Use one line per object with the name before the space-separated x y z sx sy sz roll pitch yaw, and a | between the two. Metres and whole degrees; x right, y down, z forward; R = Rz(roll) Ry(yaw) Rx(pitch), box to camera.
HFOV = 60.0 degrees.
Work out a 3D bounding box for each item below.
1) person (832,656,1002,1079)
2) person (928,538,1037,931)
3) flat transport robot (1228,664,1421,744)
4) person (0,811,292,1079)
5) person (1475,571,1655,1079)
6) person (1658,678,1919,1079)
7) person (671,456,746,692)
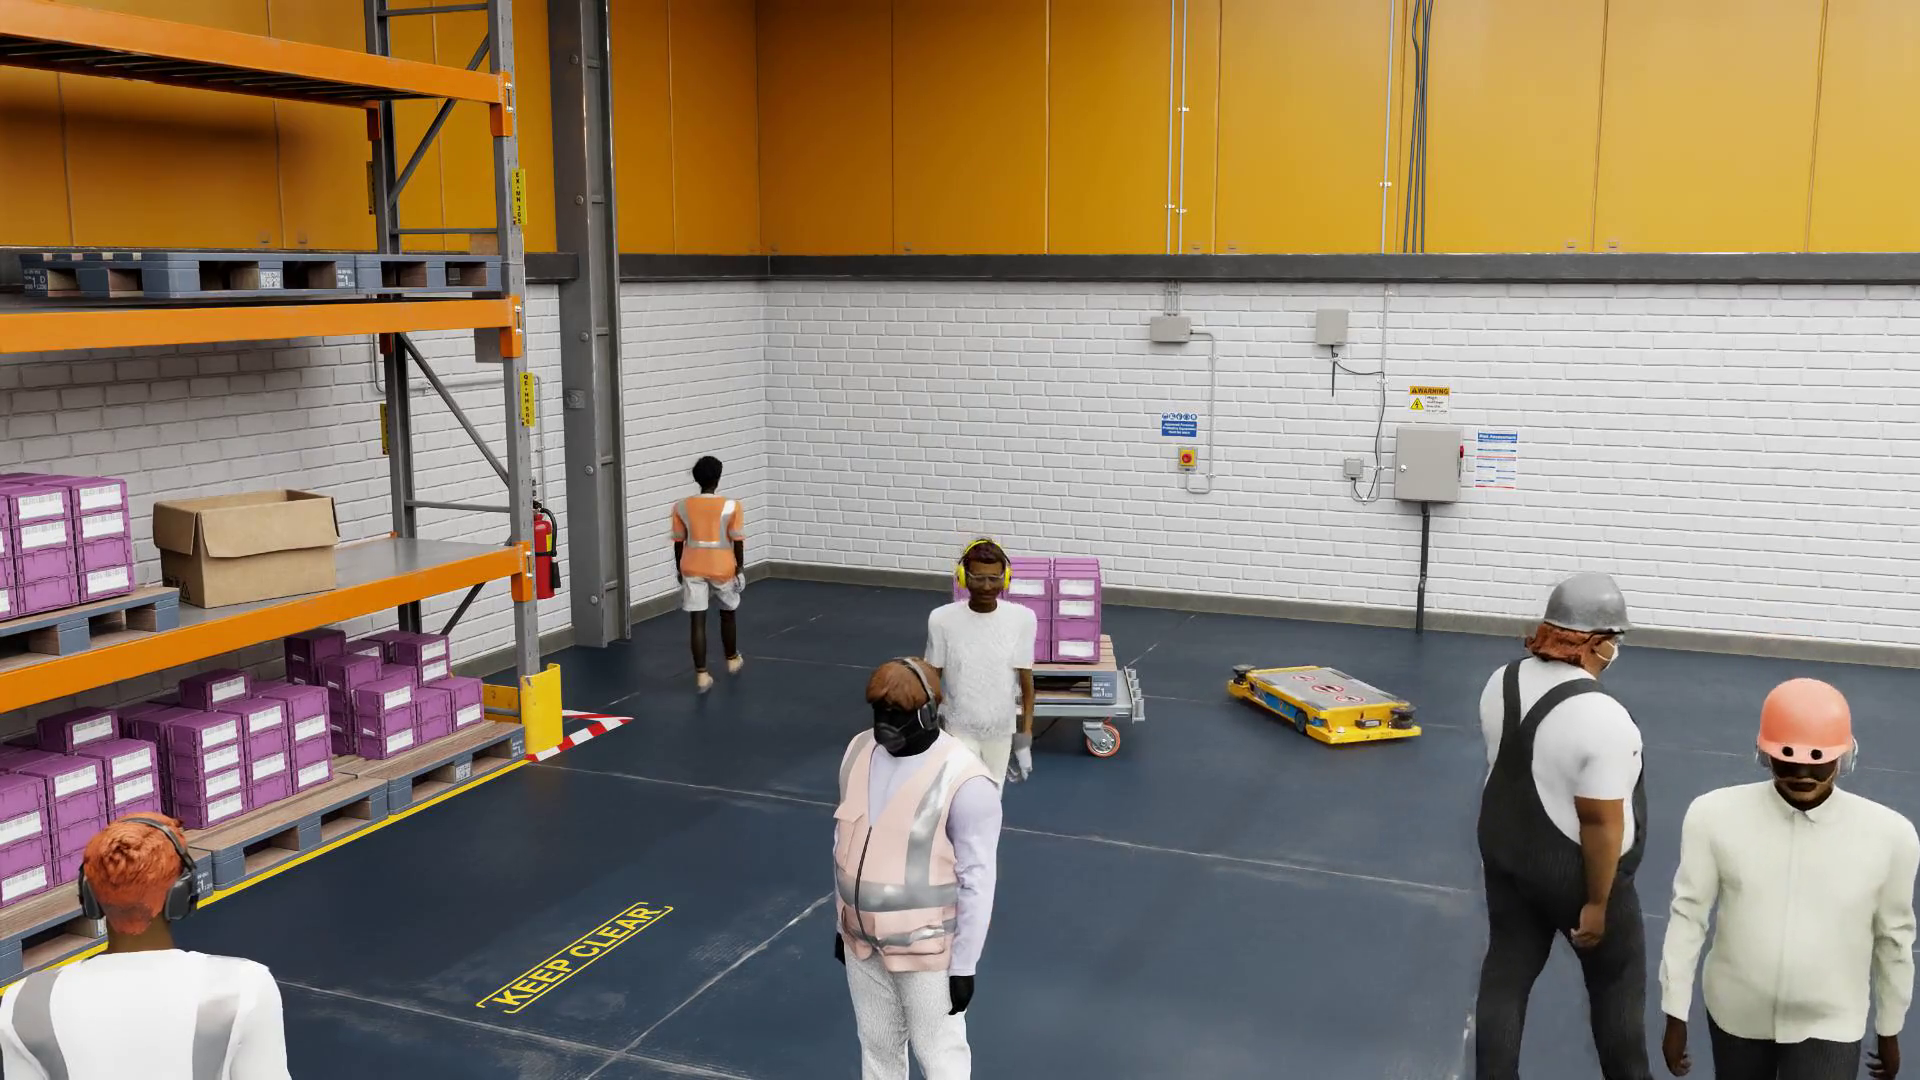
person | -0.175 1.265 5.233 0.626 1.842 0.429 8 12 40
person | 0.103 0.914 7.362 0.507 1.833 0.796 -1 9 -9
flat transport robot | 2.414 1.069 11.154 0.652 0.197 1.431 -3 10 -17
person | -1.724 1.507 3.629 0.574 1.883 0.355 -2 10 -11
person | 2.181 1.074 5.773 0.857 2.000 0.698 -4 10 -23
person | 2.302 1.314 4.664 0.628 1.934 1.044 5 11 28
person | -1.799 0.216 12.078 0.557 1.660 0.794 0 9 3
